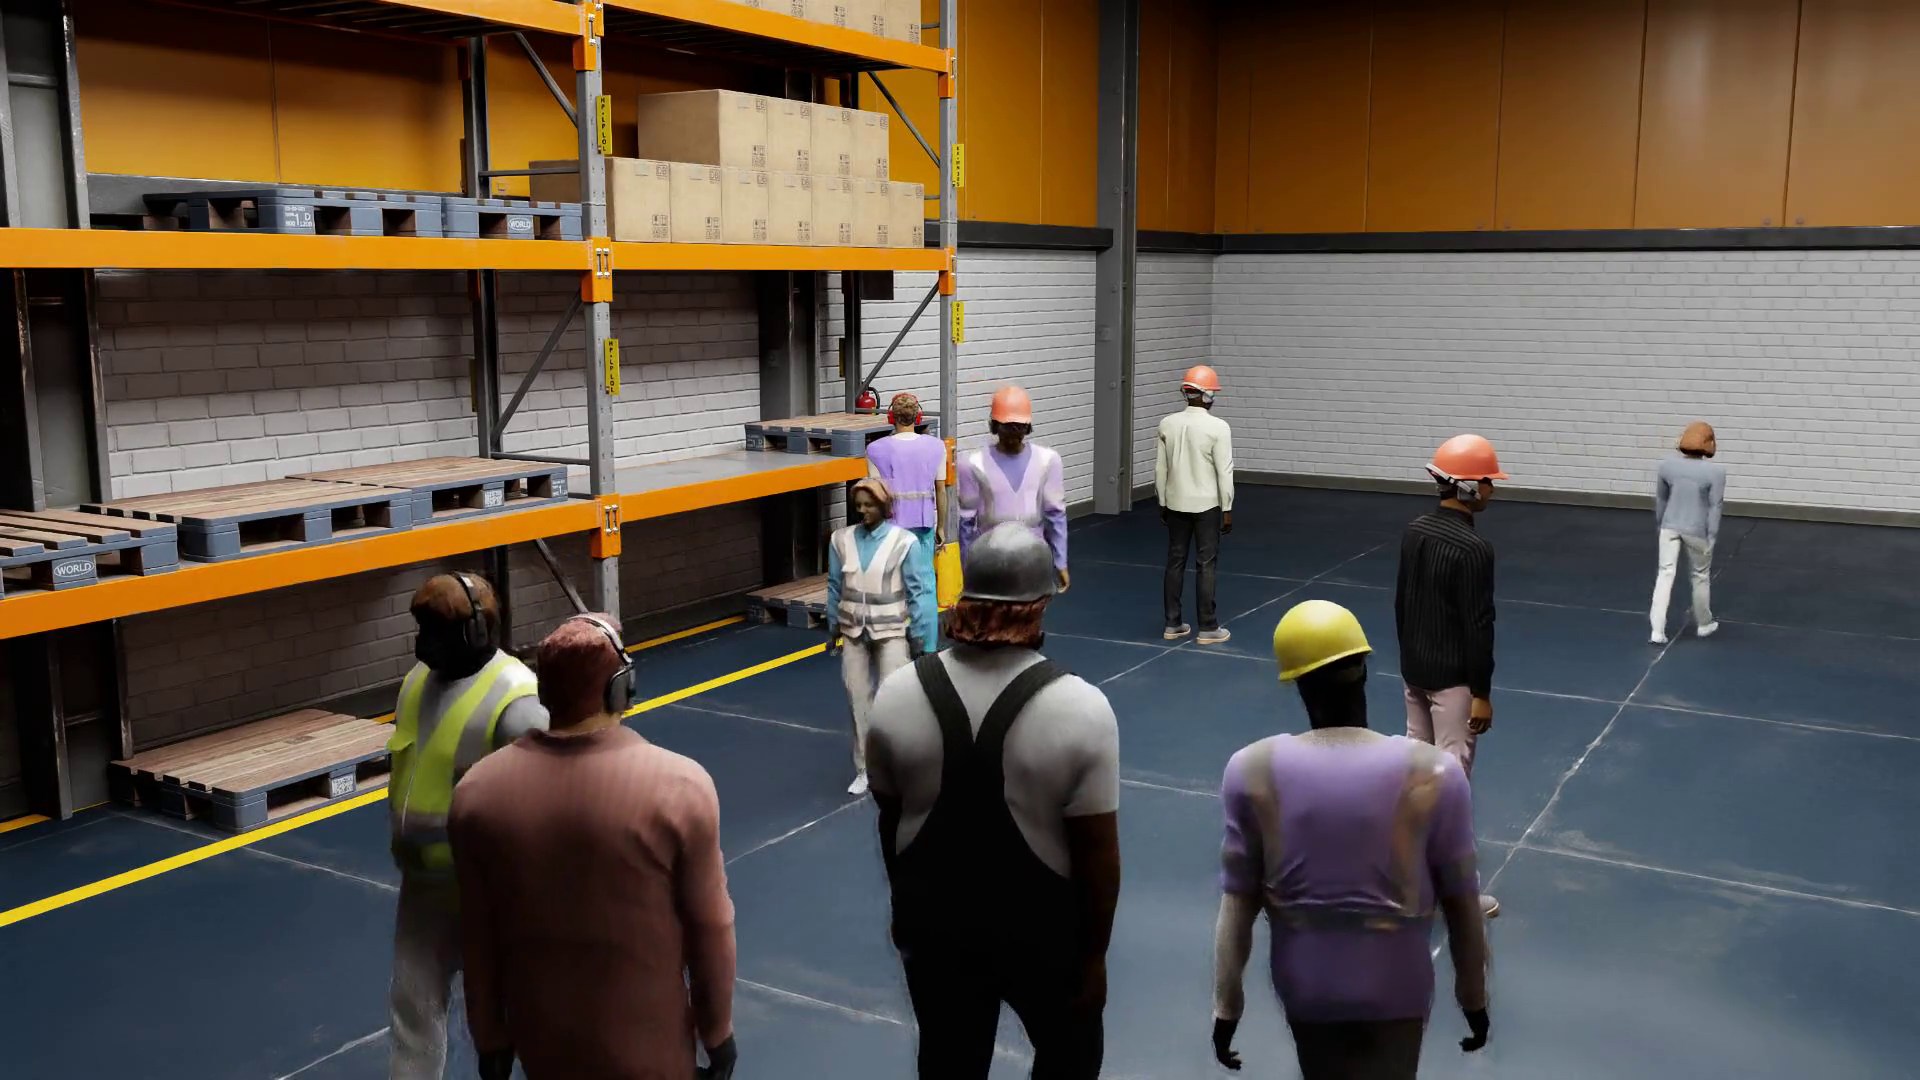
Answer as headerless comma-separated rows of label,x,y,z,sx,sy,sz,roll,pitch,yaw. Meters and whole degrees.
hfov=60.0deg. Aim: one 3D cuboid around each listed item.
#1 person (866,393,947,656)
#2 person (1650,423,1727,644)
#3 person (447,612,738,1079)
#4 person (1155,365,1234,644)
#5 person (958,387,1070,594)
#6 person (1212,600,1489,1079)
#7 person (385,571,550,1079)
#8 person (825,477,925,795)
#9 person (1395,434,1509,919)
person,-0.362,-0.072,11.276,0.565,1.846,0.383,-3,10,-17
person,5.224,-0.052,11.948,0.515,1.588,0.847,8,12,43
person,-0.847,1.115,3.802,0.644,1.882,0.803,2,9,12
person,1.701,-0.255,11.964,0.622,1.990,0.397,8,12,39
person,0.319,0.127,9.593,0.617,1.994,0.976,-2,9,-12
person,0.943,1.085,4.055,0.638,1.857,1.021,4,10,24
person,-1.384,0.968,4.927,0.634,1.808,0.930,7,11,37
person,-0.419,0.475,8.557,0.519,1.624,0.475,4,10,21
person,2.034,0.555,6.898,0.395,1.993,0.616,-2,9,-13
